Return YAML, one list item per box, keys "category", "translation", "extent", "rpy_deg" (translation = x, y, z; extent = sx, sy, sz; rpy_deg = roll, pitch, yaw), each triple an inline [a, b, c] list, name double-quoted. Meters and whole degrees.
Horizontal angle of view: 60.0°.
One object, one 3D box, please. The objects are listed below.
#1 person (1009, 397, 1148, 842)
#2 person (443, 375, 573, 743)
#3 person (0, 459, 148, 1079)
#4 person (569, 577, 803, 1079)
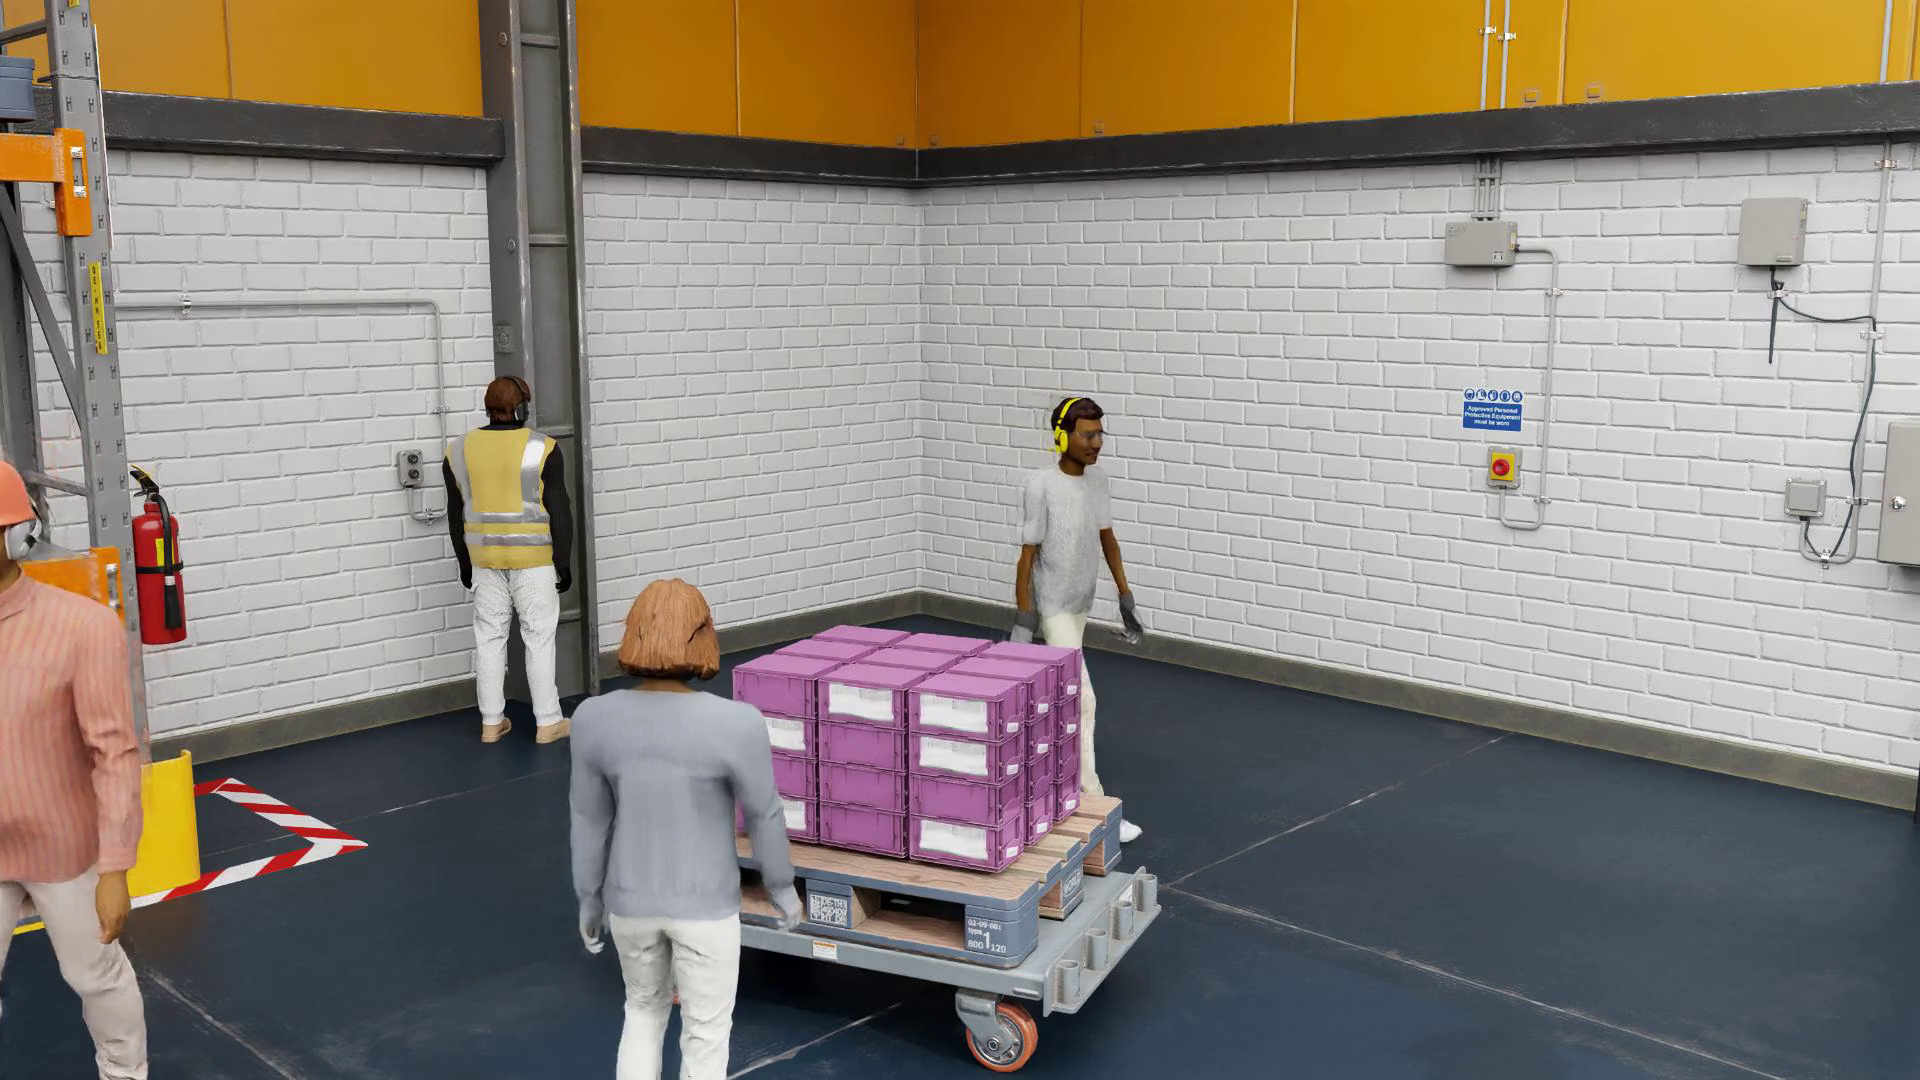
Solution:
- category: "person"
  translation: [0.546, 0.327, 6.984]
  extent: [0.872, 1.828, 0.542]
  rpy_deg: [7, 12, 37]
- category: "person"
  translation: [-2.220, 0.103, 8.291]
  extent: [0.625, 1.844, 0.429]
  rpy_deg: [1, 9, 6]
- category: "person"
  translation: [-2.290, 0.750, 4.028]
  extent: [0.641, 1.938, 1.017]
  rpy_deg: [0, 9, -2]
- category: "person"
  translation: [-0.679, 0.896, 4.088]
  extent: [0.520, 1.628, 0.347]
  rpy_deg: [2, 10, 15]
